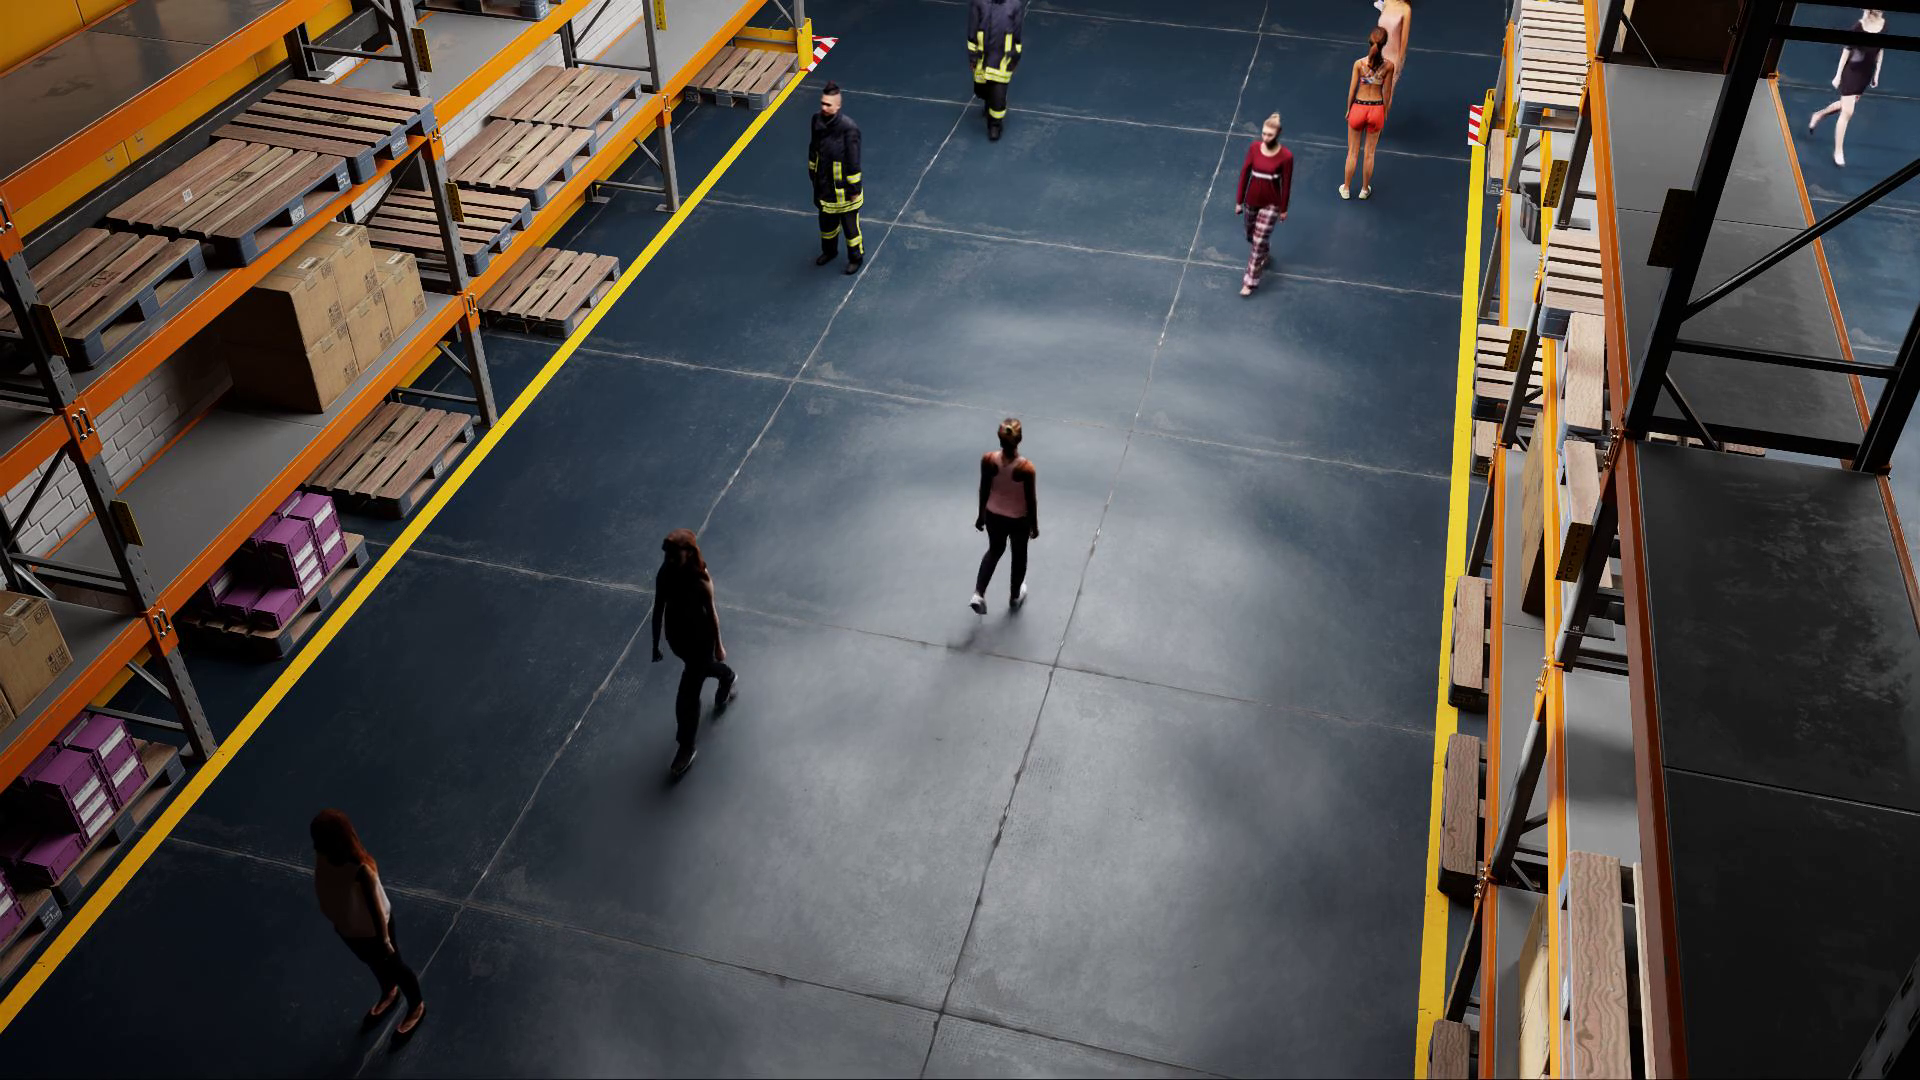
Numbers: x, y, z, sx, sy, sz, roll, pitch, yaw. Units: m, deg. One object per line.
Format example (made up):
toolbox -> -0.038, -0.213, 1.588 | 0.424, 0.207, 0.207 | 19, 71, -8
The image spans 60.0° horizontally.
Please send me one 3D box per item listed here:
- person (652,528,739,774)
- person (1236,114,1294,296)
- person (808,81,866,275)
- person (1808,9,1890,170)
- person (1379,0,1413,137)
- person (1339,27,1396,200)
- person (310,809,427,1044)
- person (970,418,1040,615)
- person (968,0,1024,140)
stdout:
person -> -1.692, 0.585, 10.763 | 0.693, 1.704, 1.184 | 14, 41, 17
person -> 2.842, -3.159, 15.475 | 0.787, 1.675, 1.075 | 19, 42, 22
person -> -1.155, -3.428, 15.664 | 0.829, 1.859, 0.805 | 22, 44, 25
person -> 9.417, -4.929, 17.586 | 0.934, 1.805, 1.190 | -8, 39, -10
person -> 4.681, -5.215, 17.929 | 0.791, 1.825, 0.741 | -23, 44, -26
person -> 4.113, -4.300, 16.810 | 0.584, 1.792, 0.583 | 6, 39, 8
person -> -3.195, 2.034, 8.936 | 0.622, 1.721, 0.609 | 24, 44, 27
person -> 0.294, -0.108, 11.683 | 0.679, 1.640, 0.869 | 18, 42, 21
person -> 0.374, -5.329, 18.083 | 0.817, 1.810, 1.025 | 4, 39, 5
